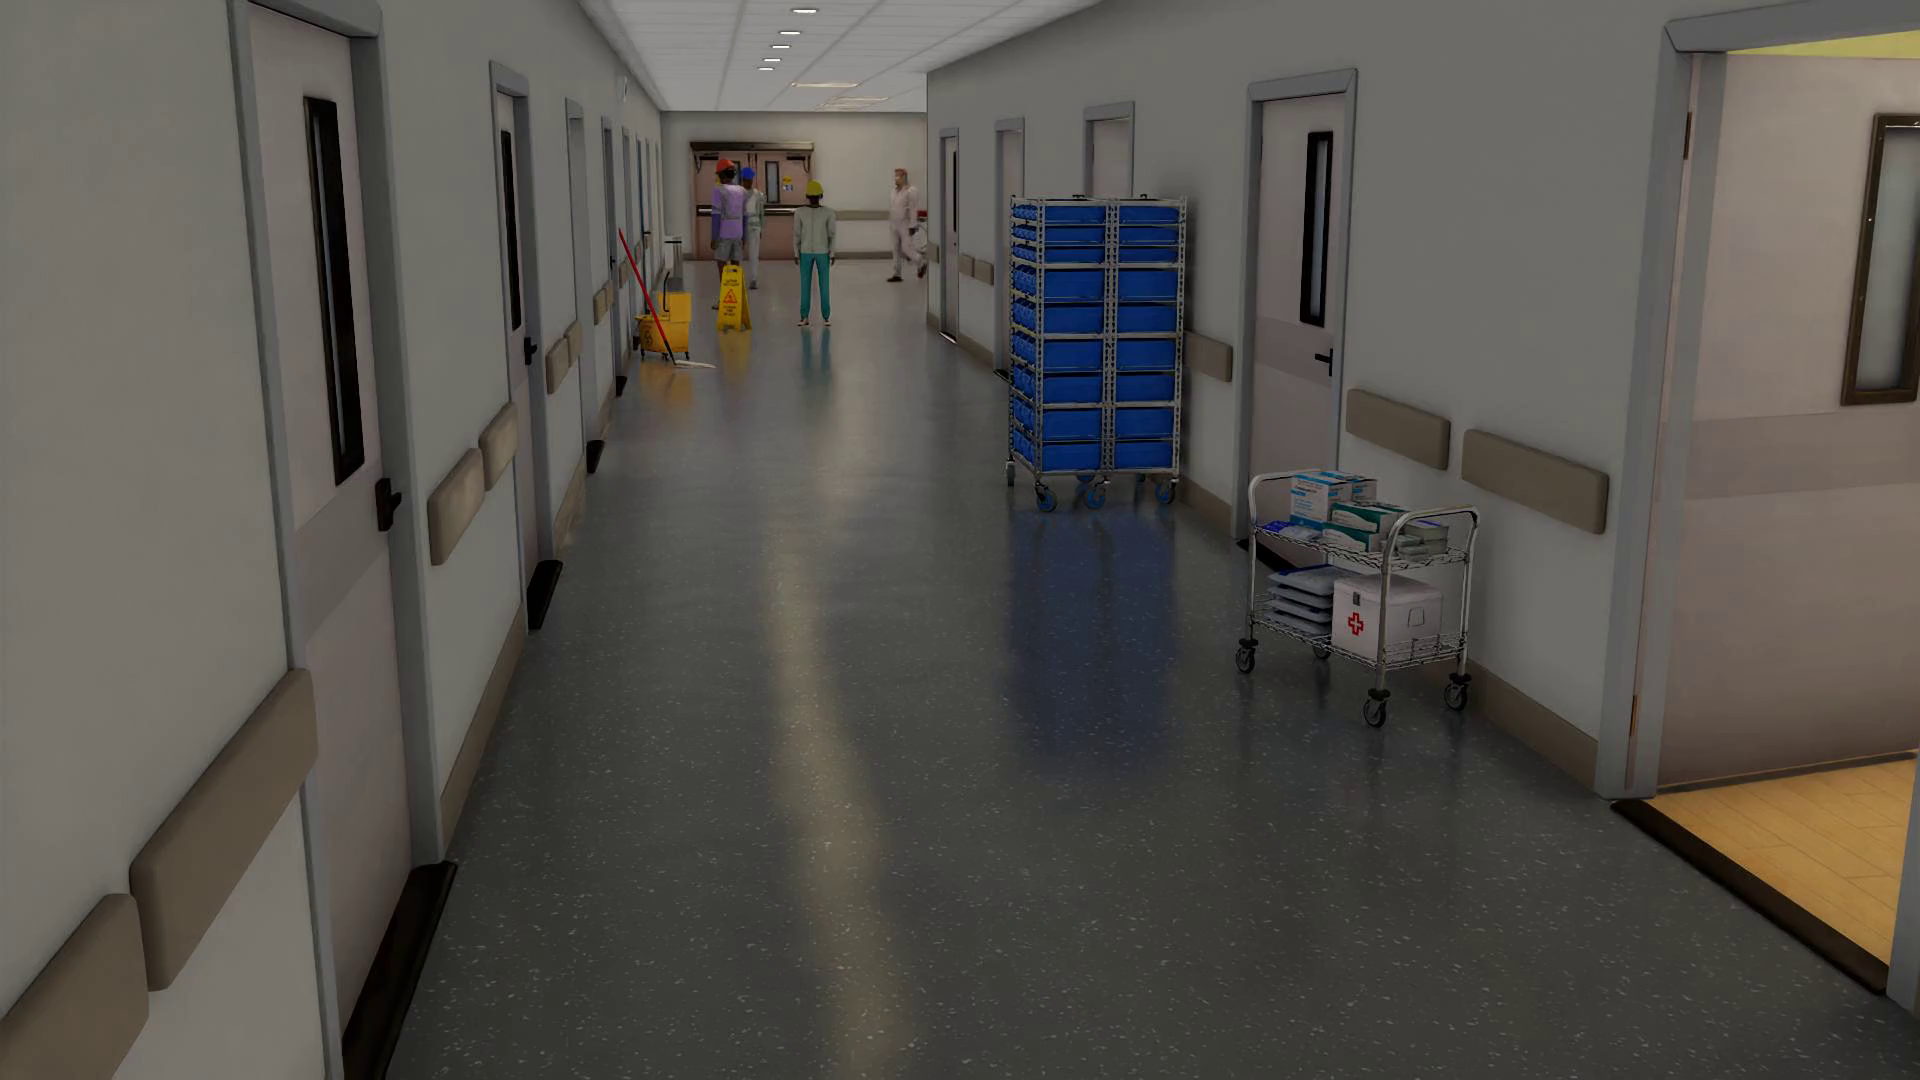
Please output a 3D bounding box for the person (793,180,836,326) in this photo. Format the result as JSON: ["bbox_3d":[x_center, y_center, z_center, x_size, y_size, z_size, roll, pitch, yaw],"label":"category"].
[{"bbox_3d":[-1.771,-3.488,20.265,0.523,1.765,0.316,0,13,1],"label":"person"}]

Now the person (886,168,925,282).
[{"bbox_3d":[-0.940,-5.307,28.043,0.642,1.891,0.662,-12,17,-43],"label":"person"}]

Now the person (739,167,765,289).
[{"bbox_3d":[-3.407,-4.971,26.494,0.604,1.921,0.804,-3,13,-14],"label":"person"}]

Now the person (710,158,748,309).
[{"bbox_3d":[-3.156,-4.150,22.621,0.409,2.028,0.613,10,16,37],"label":"person"}]
